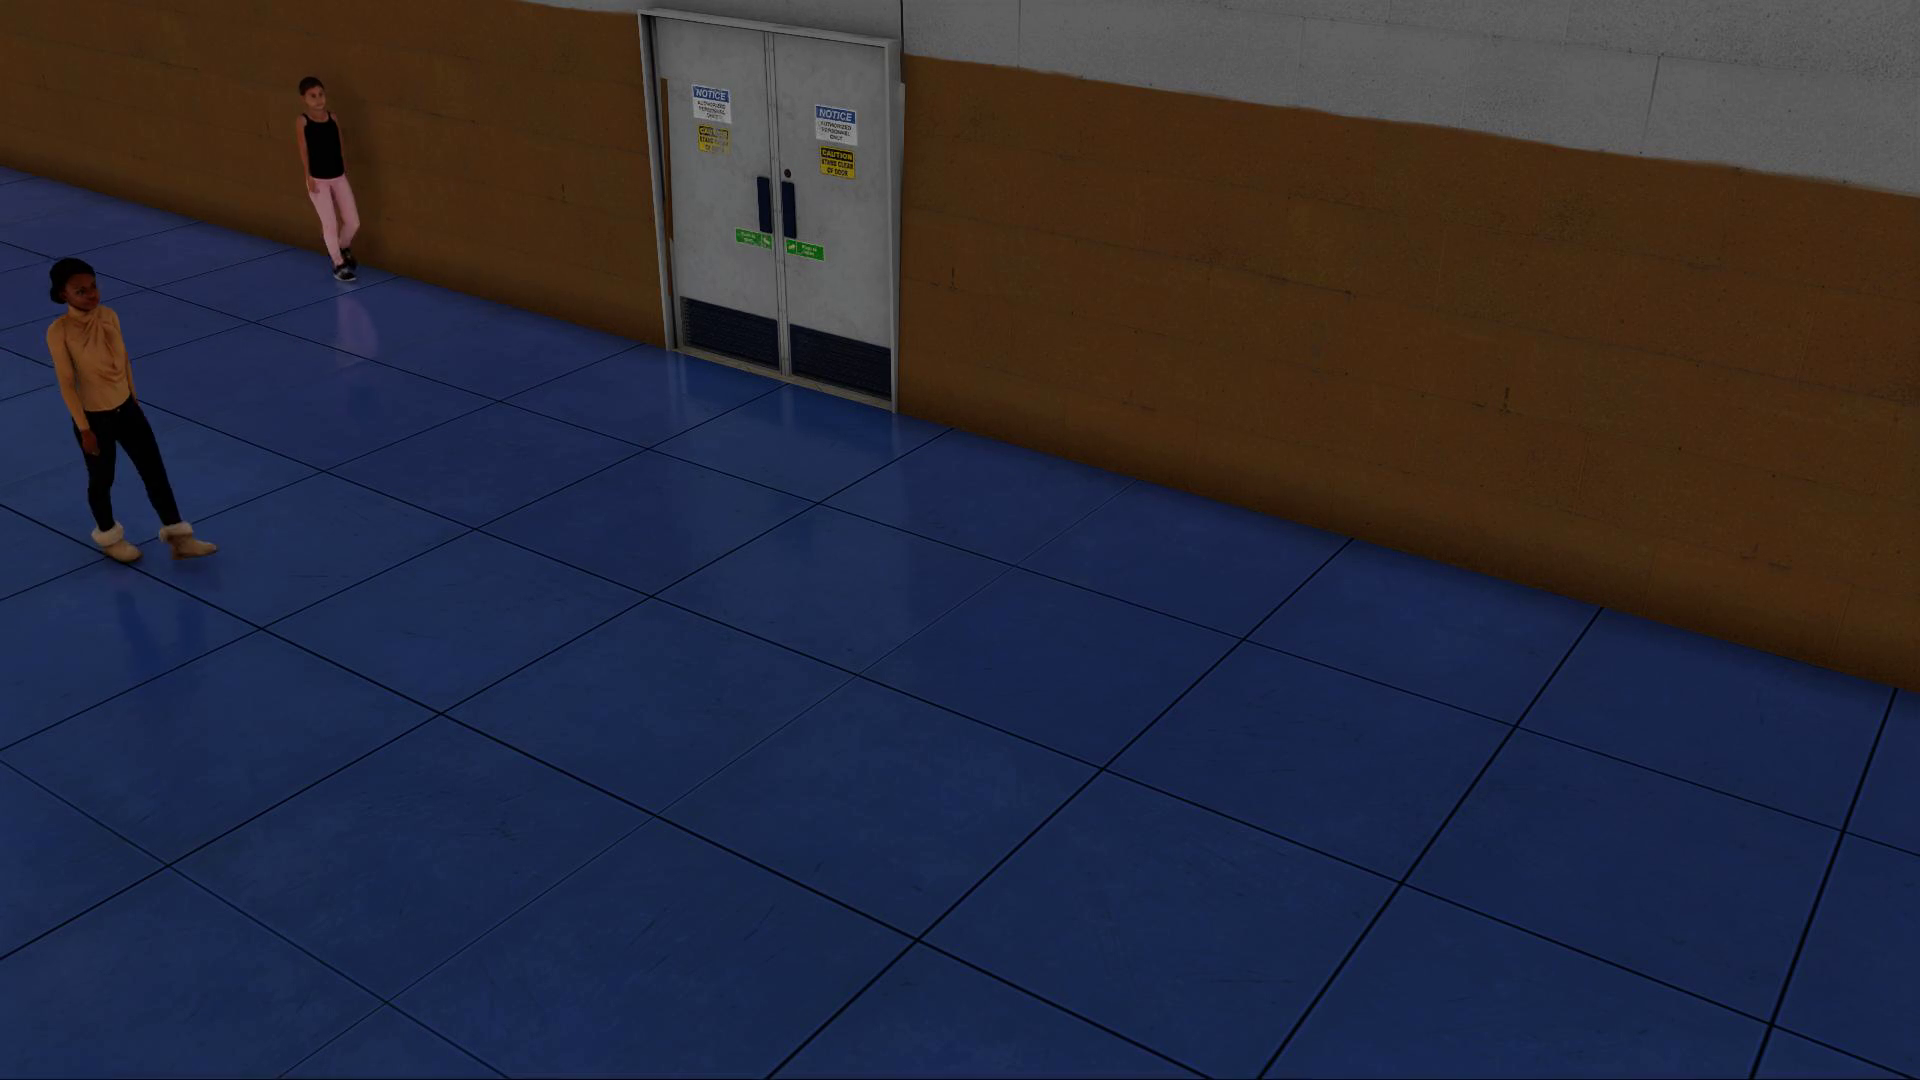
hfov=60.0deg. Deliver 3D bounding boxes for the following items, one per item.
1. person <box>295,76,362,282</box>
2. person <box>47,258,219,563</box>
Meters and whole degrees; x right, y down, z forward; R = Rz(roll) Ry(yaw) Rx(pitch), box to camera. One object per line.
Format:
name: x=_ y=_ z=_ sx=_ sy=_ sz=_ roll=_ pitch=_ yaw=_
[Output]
person: x=-4.875 y=-2.761 z=12.737 sx=0.644 sy=1.551 sz=0.649 roll=-23 pitch=35 yaw=-38
person: x=-4.398 y=-0.639 z=8.457 sx=0.751 sy=1.637 sz=0.897 roll=13 pitch=30 yaw=23
